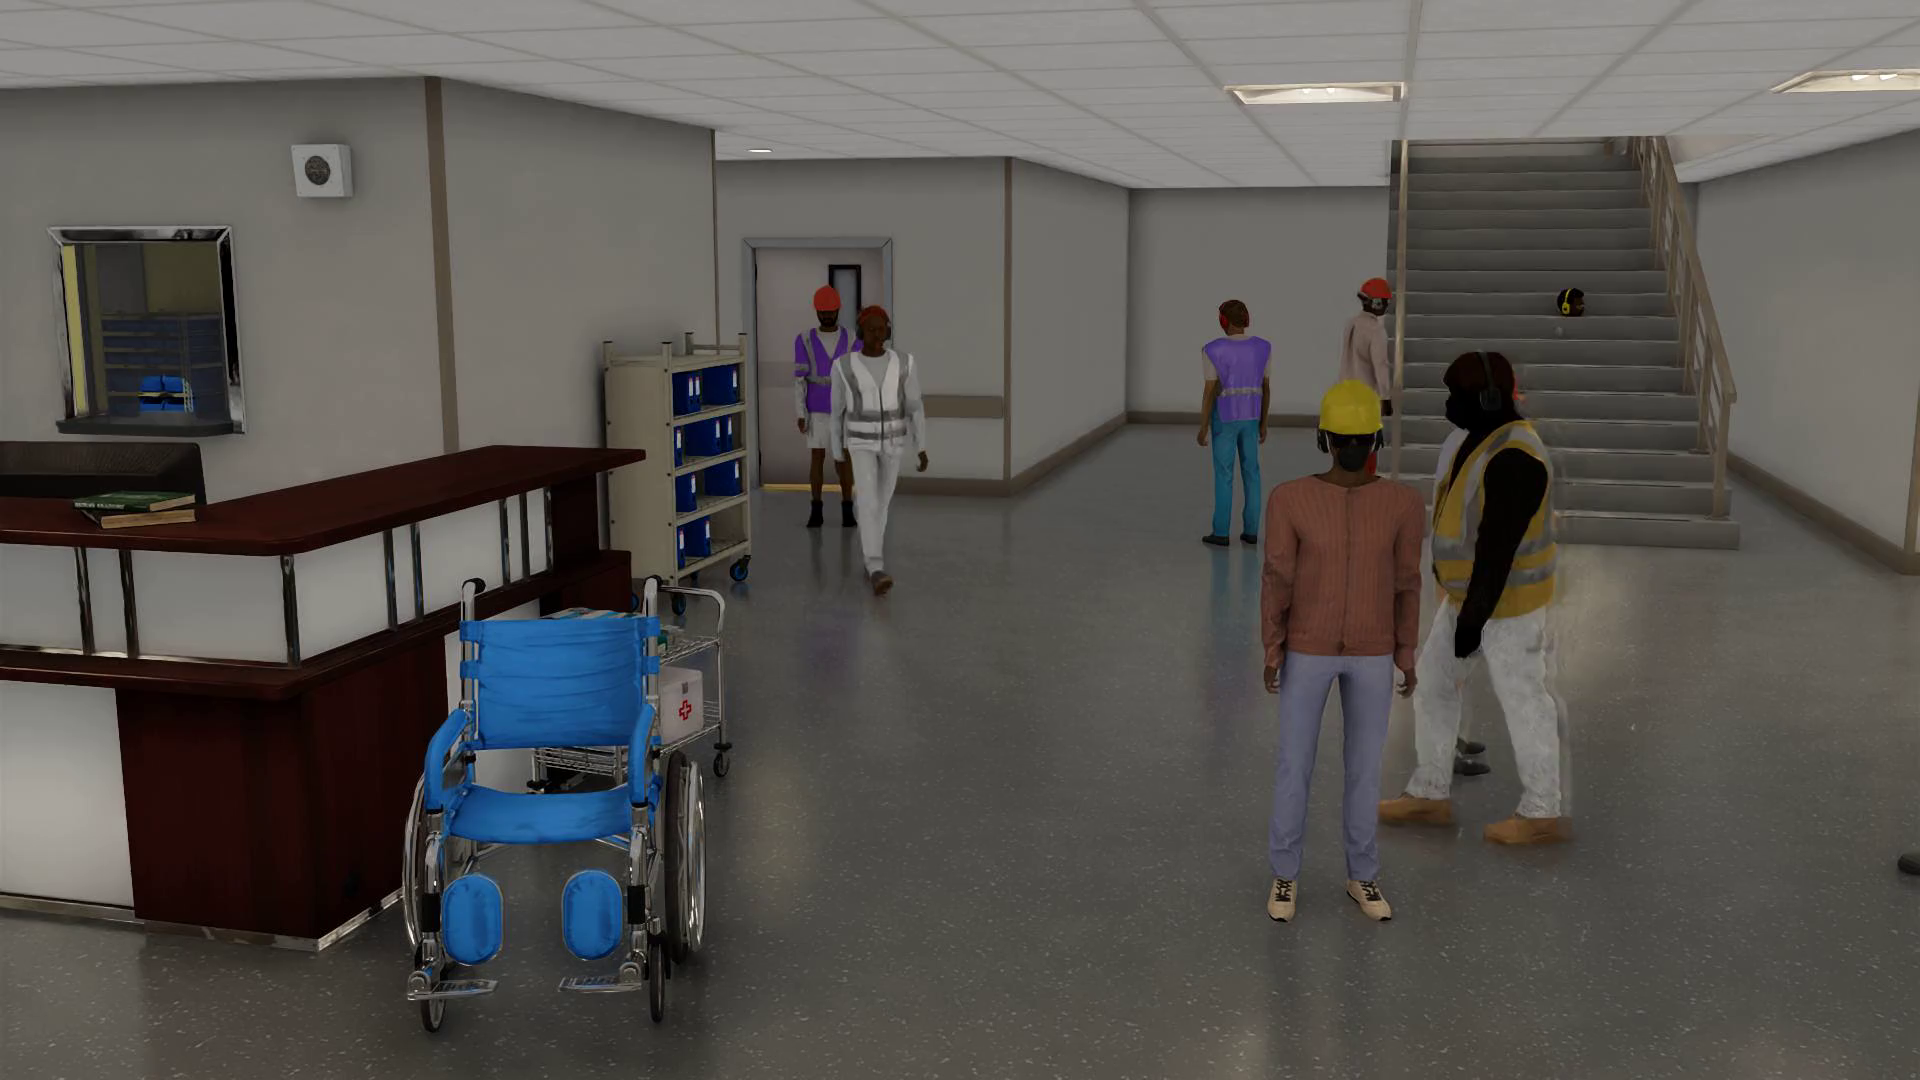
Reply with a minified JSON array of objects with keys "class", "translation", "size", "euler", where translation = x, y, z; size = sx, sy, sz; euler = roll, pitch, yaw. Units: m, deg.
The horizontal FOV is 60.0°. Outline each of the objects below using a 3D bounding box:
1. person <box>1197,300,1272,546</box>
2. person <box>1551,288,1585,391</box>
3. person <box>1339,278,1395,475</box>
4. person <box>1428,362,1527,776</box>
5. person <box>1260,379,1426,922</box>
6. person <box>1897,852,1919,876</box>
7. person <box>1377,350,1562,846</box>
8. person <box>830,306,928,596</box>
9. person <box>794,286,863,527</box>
[{"class":"person","translation":[2.052,-0.866,12.413],"size":[0.563,1.838,0.389],"euler":[-3,10,-18]},{"class":"person","translation":[5.508,-1.354,15.182],"size":[0.334,1.873,0.517],"euler":[6,11,30]},{"class":"person","translation":[3.576,-1.260,14.312],"size":[0.731,1.968,0.656],"euler":[-2,10,-10]},{"class":"person","translation":[2.151,0.105,6.975],"size":[0.361,1.742,0.563],"euler":[3,10,14]},{"class":"person","translation":[1.231,0.364,5.383],"size":[0.522,1.769,0.310],"euler":[0,10,0]},{"class":"person","translation":[3.506,0.253,5.523],"size":[0.400,1.938,0.602],"euler":[-2,10,-11]},{"class":"person","translation":[1.868,0.222,6.068],"size":[0.785,1.805,0.666],"euler":[0,10,3]},{"class":"person","translation":[-0.517,-0.580,10.735],"size":[0.584,1.832,0.960],"euler":[-3,10,-19]},{"class":"person","translation":[-1.038,-1.052,13.258],"size":[0.548,1.929,0.393],"euler":[-2,10,-10]}]
